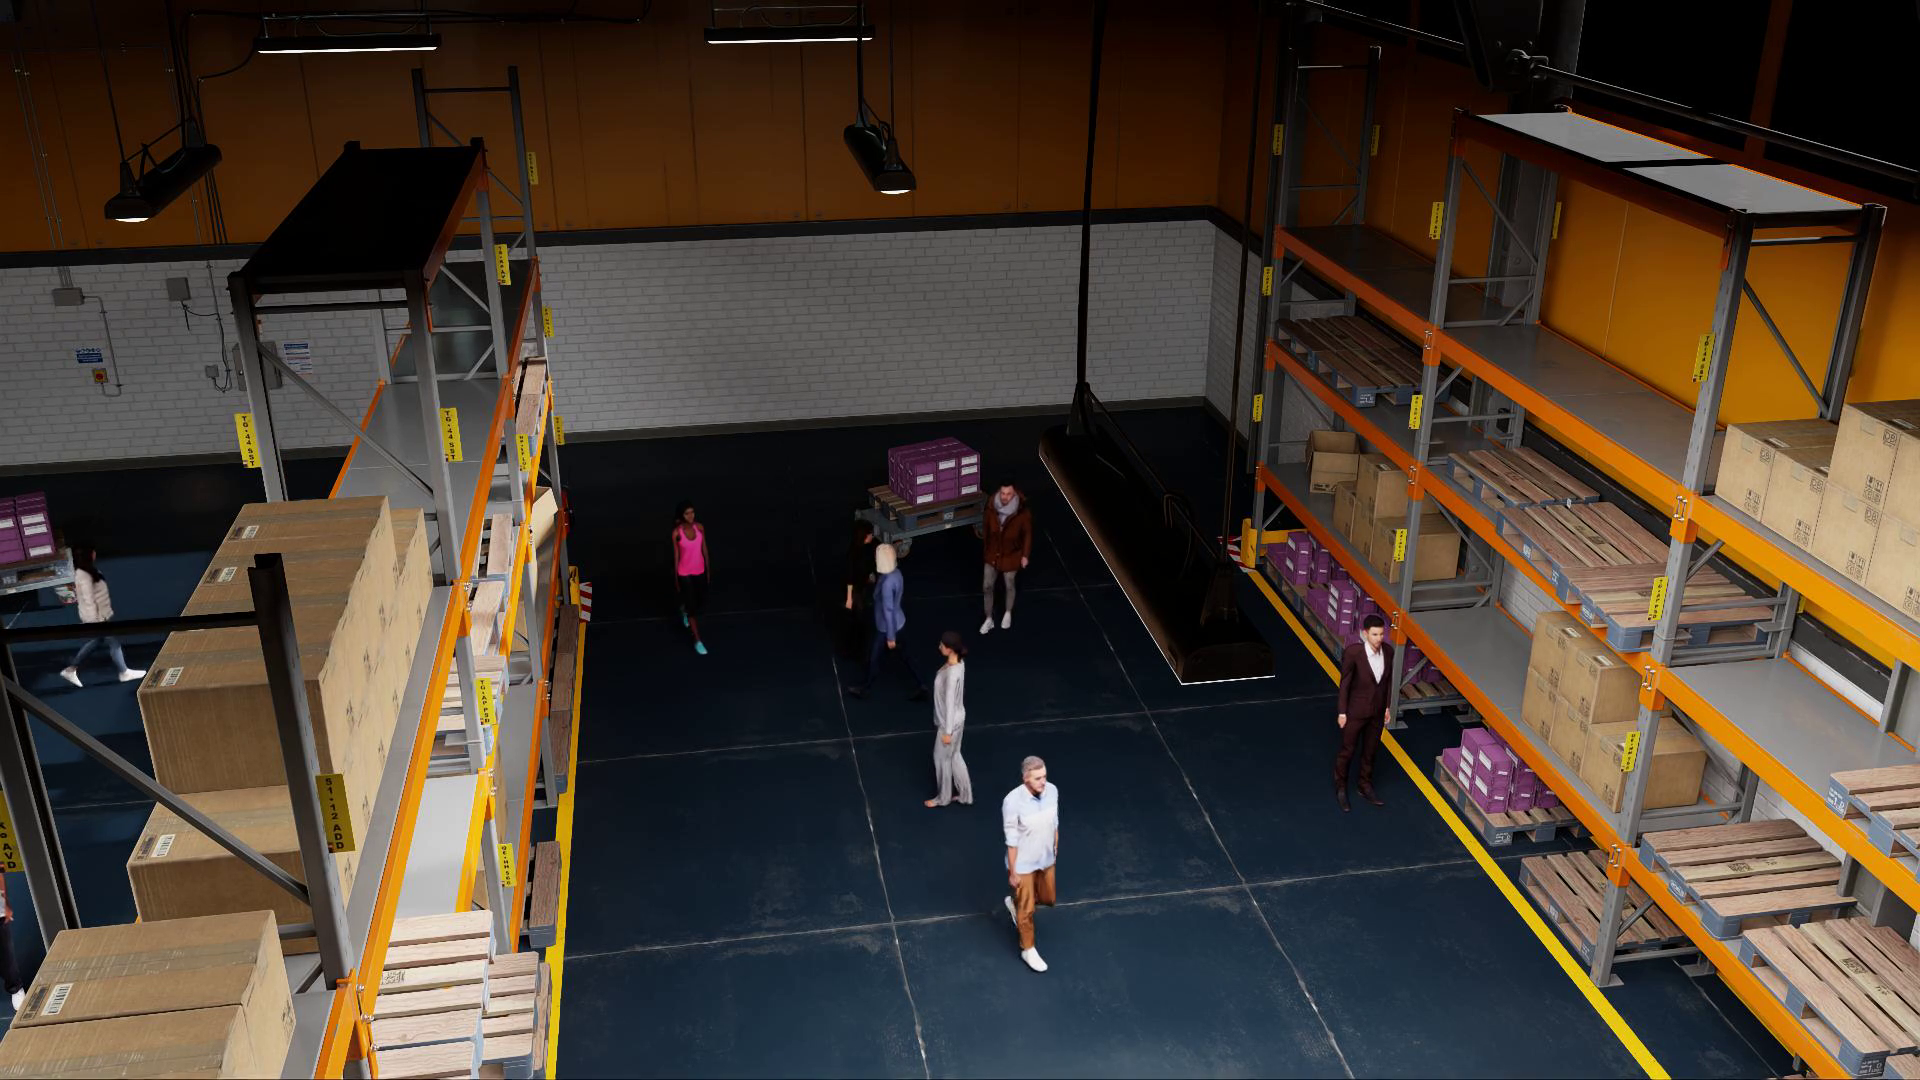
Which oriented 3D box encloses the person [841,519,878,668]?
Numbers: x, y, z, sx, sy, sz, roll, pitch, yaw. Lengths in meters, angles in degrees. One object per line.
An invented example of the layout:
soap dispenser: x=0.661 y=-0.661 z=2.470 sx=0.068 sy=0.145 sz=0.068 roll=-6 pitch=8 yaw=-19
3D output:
person: x=-1.155 y=0.535 z=17.431 sx=0.798 sy=1.630 sz=0.732 roll=6 pitch=24 yaw=13

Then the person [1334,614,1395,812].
person: x=3.620 y=1.512 z=14.900 sx=0.703 sy=1.866 sz=0.624 roll=-7 pitch=25 yaw=-15

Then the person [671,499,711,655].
person: x=-2.901 y=0.345 z=17.774 sx=0.788 sy=1.704 sz=1.046 roll=-13 pitch=27 yaw=-28

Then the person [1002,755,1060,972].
person: x=0.499 y=2.430 z=12.869 sx=0.907 sy=1.811 sz=1.027 roll=-16 pitch=28 yaw=-33

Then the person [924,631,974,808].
person: x=-0.050 y=1.610 z=14.798 sx=0.773 sy=1.769 sz=0.701 roll=4 pitch=24 yaw=9

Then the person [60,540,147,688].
person: x=-8.867 y=0.771 z=16.906 sx=0.958 sy=1.617 sz=1.039 roll=-17 pitch=29 yaw=-33

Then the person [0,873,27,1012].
person: x=-7.281 y=2.752 z=12.287 sx=0.700 sy=1.687 sz=0.670 roll=-9 pitch=25 yaw=-20

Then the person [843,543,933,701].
person: x=-0.592 y=0.878 z=16.570 sx=1.042 sy=1.691 sz=1.186 roll=5 pitch=24 yaw=12

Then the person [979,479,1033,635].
person: x=0.492 y=0.116 z=18.169 sx=0.869 sy=1.806 sz=0.923 roll=6 pitch=24 yaw=13
